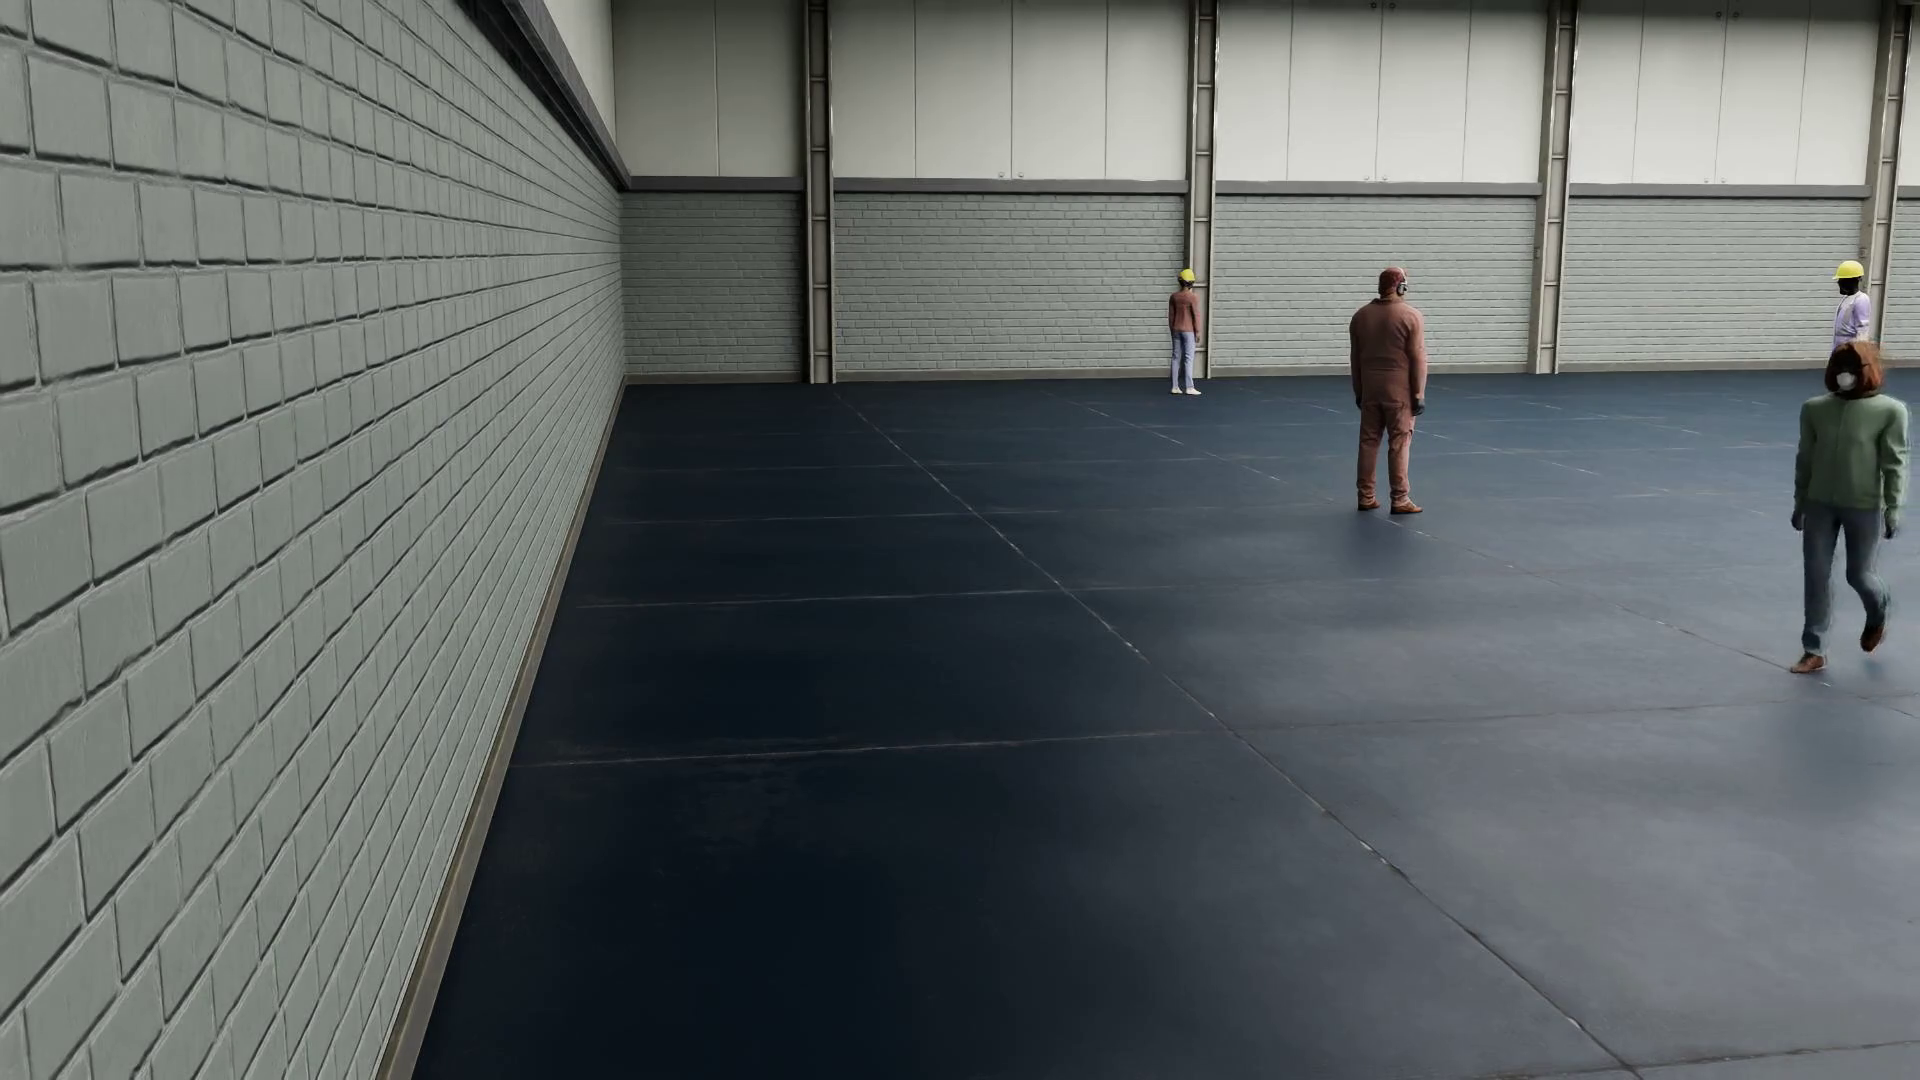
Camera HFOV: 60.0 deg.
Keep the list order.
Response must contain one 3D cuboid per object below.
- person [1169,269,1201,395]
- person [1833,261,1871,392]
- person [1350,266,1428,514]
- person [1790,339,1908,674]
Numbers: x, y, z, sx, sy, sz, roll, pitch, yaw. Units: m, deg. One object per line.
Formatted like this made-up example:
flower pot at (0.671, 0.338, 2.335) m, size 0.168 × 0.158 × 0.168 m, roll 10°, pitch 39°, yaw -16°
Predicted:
person at (3.182, -2.930, 23.499) m, size 0.316 × 1.769 × 0.523 m, roll -9°, pitch 14°, yaw -43°
person at (9.261, -1.941, 17.359) m, size 0.383 × 1.922 × 0.588 m, roll 2°, pitch 10°, yaw 12°
person at (3.328, -1.152, 12.865) m, size 0.410 × 1.907 × 0.642 m, roll -10°, pitch 14°, yaw -44°
person at (4.299, -0.167, 8.030) m, size 0.627 × 1.612 × 0.508 m, roll -8°, pitch 13°, yaw -39°
